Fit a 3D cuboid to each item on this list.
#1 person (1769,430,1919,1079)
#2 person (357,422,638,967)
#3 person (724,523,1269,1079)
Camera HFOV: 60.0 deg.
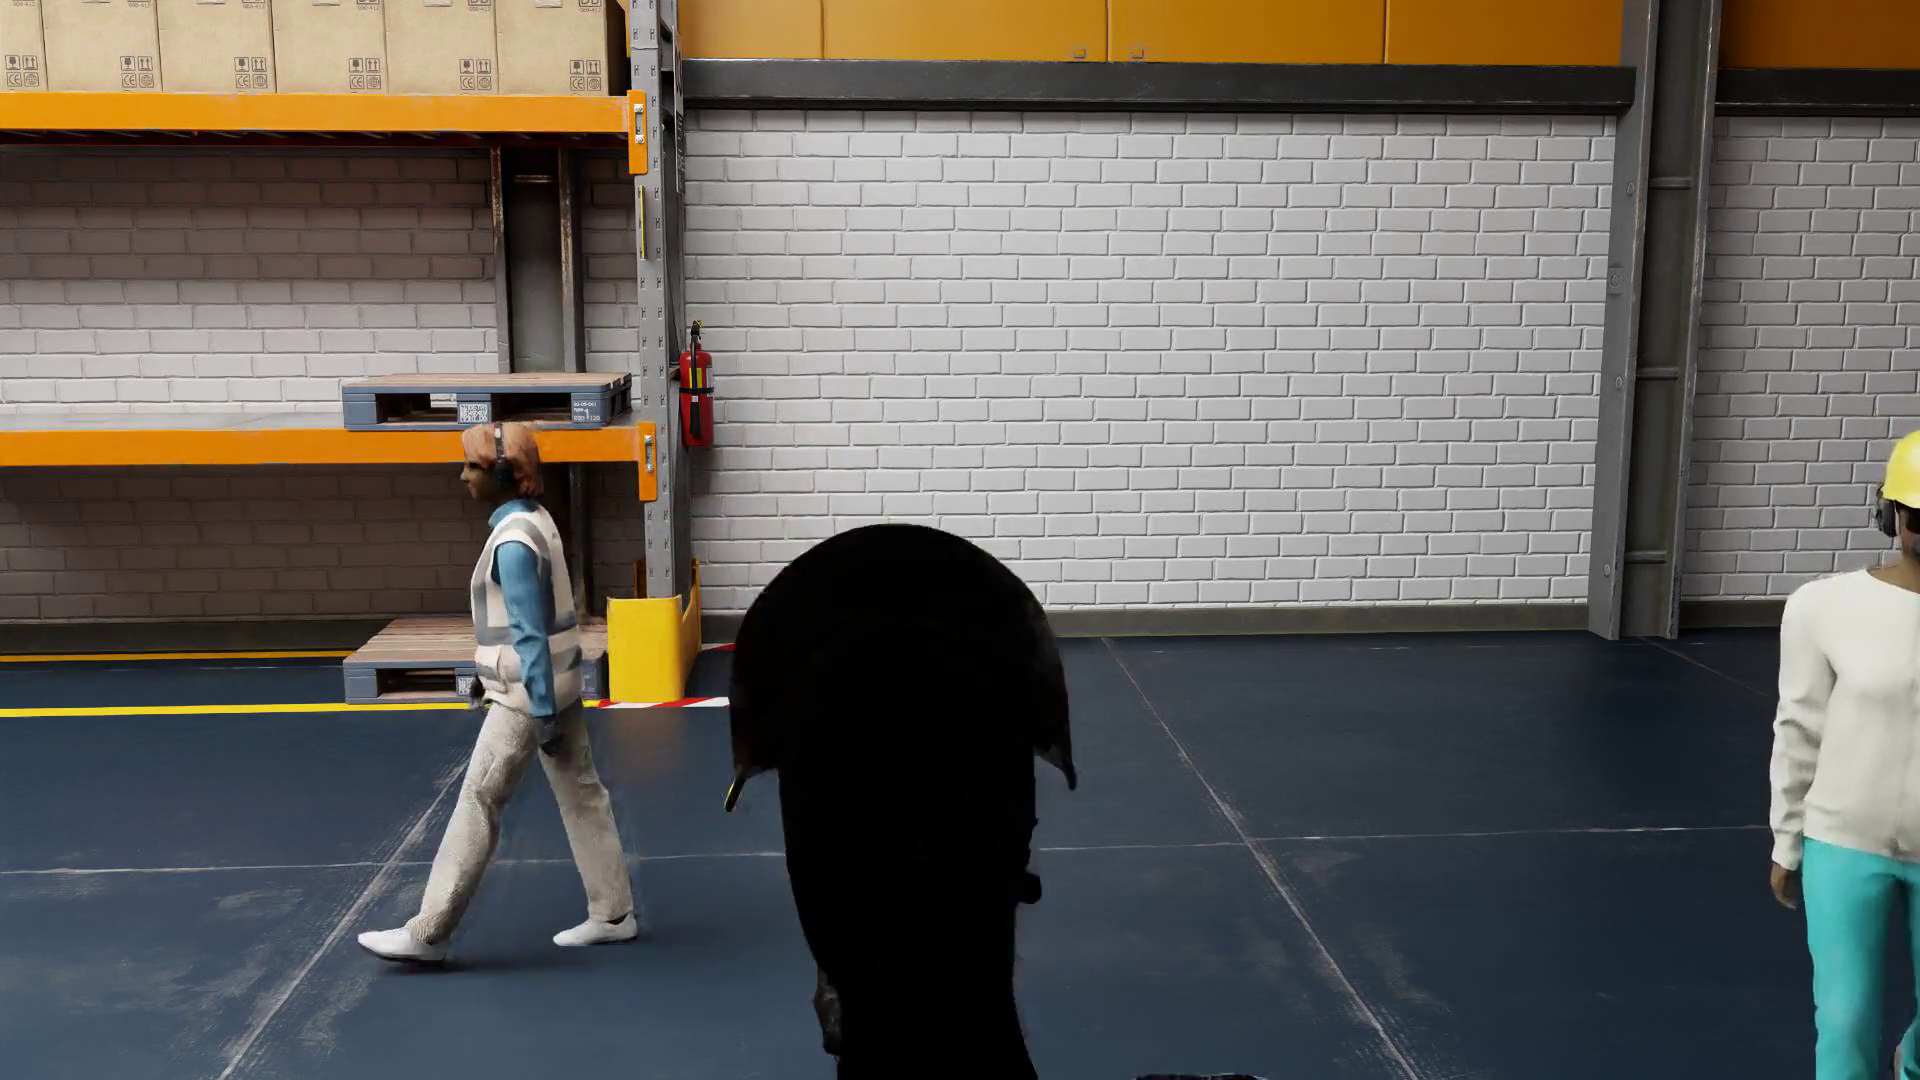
[{"bbox_3d":[1.943,0.616,3.424,0.523,1.750,0.571,4,10,26],"label":"person"},{"bbox_3d":[-1.361,0.459,4.855,0.842,1.601,0.520,-1,9,-5],"label":"person"},{"bbox_3d":[0.010,0.931,1.026,0.600,1.883,0.983,0,9,-3],"label":"person"}]
